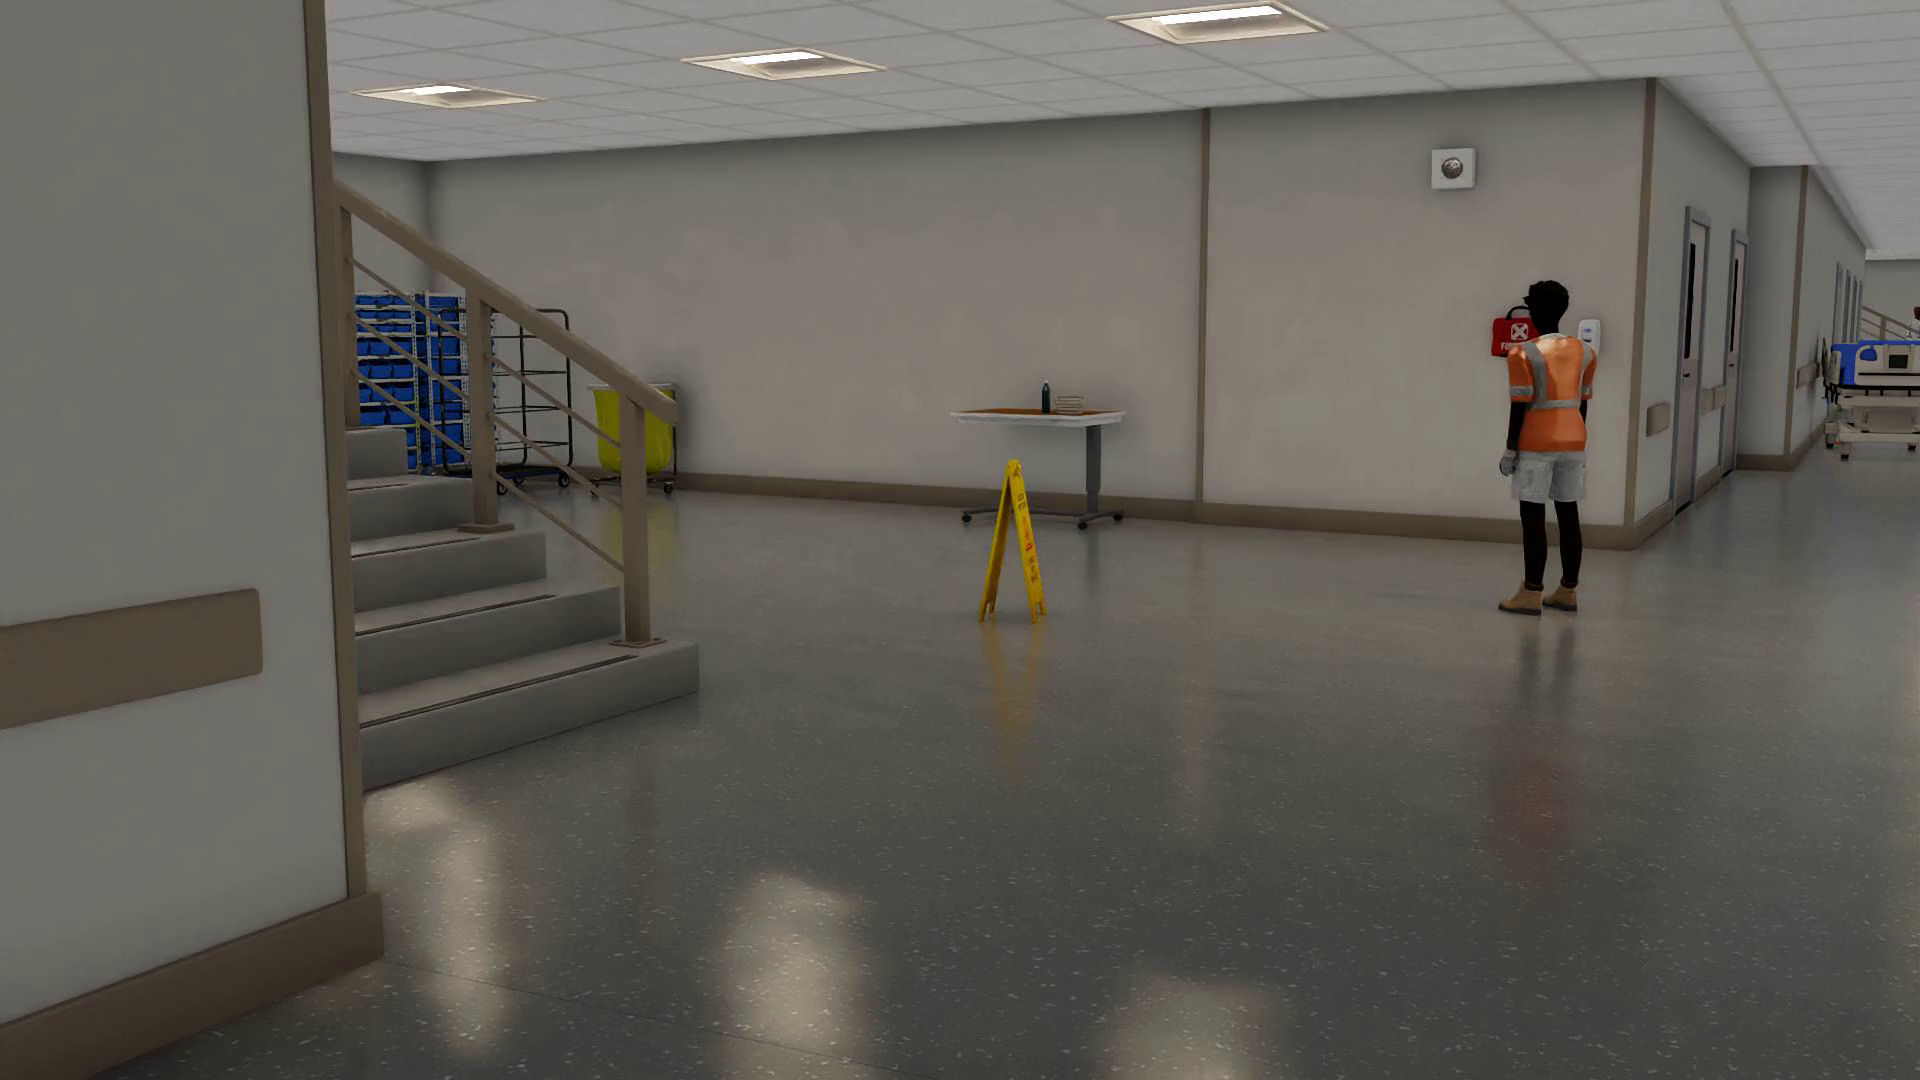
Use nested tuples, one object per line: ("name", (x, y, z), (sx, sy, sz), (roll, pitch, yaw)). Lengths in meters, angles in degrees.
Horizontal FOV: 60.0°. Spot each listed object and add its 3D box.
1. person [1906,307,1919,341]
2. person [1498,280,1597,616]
("person", (21.995, -4.437, 38.344), (0.356, 1.875, 0.575), (4, 8, 27))
("person", (2.970, -0.464, 8.431), (0.531, 1.697, 0.322), (-3, 8, -23))
